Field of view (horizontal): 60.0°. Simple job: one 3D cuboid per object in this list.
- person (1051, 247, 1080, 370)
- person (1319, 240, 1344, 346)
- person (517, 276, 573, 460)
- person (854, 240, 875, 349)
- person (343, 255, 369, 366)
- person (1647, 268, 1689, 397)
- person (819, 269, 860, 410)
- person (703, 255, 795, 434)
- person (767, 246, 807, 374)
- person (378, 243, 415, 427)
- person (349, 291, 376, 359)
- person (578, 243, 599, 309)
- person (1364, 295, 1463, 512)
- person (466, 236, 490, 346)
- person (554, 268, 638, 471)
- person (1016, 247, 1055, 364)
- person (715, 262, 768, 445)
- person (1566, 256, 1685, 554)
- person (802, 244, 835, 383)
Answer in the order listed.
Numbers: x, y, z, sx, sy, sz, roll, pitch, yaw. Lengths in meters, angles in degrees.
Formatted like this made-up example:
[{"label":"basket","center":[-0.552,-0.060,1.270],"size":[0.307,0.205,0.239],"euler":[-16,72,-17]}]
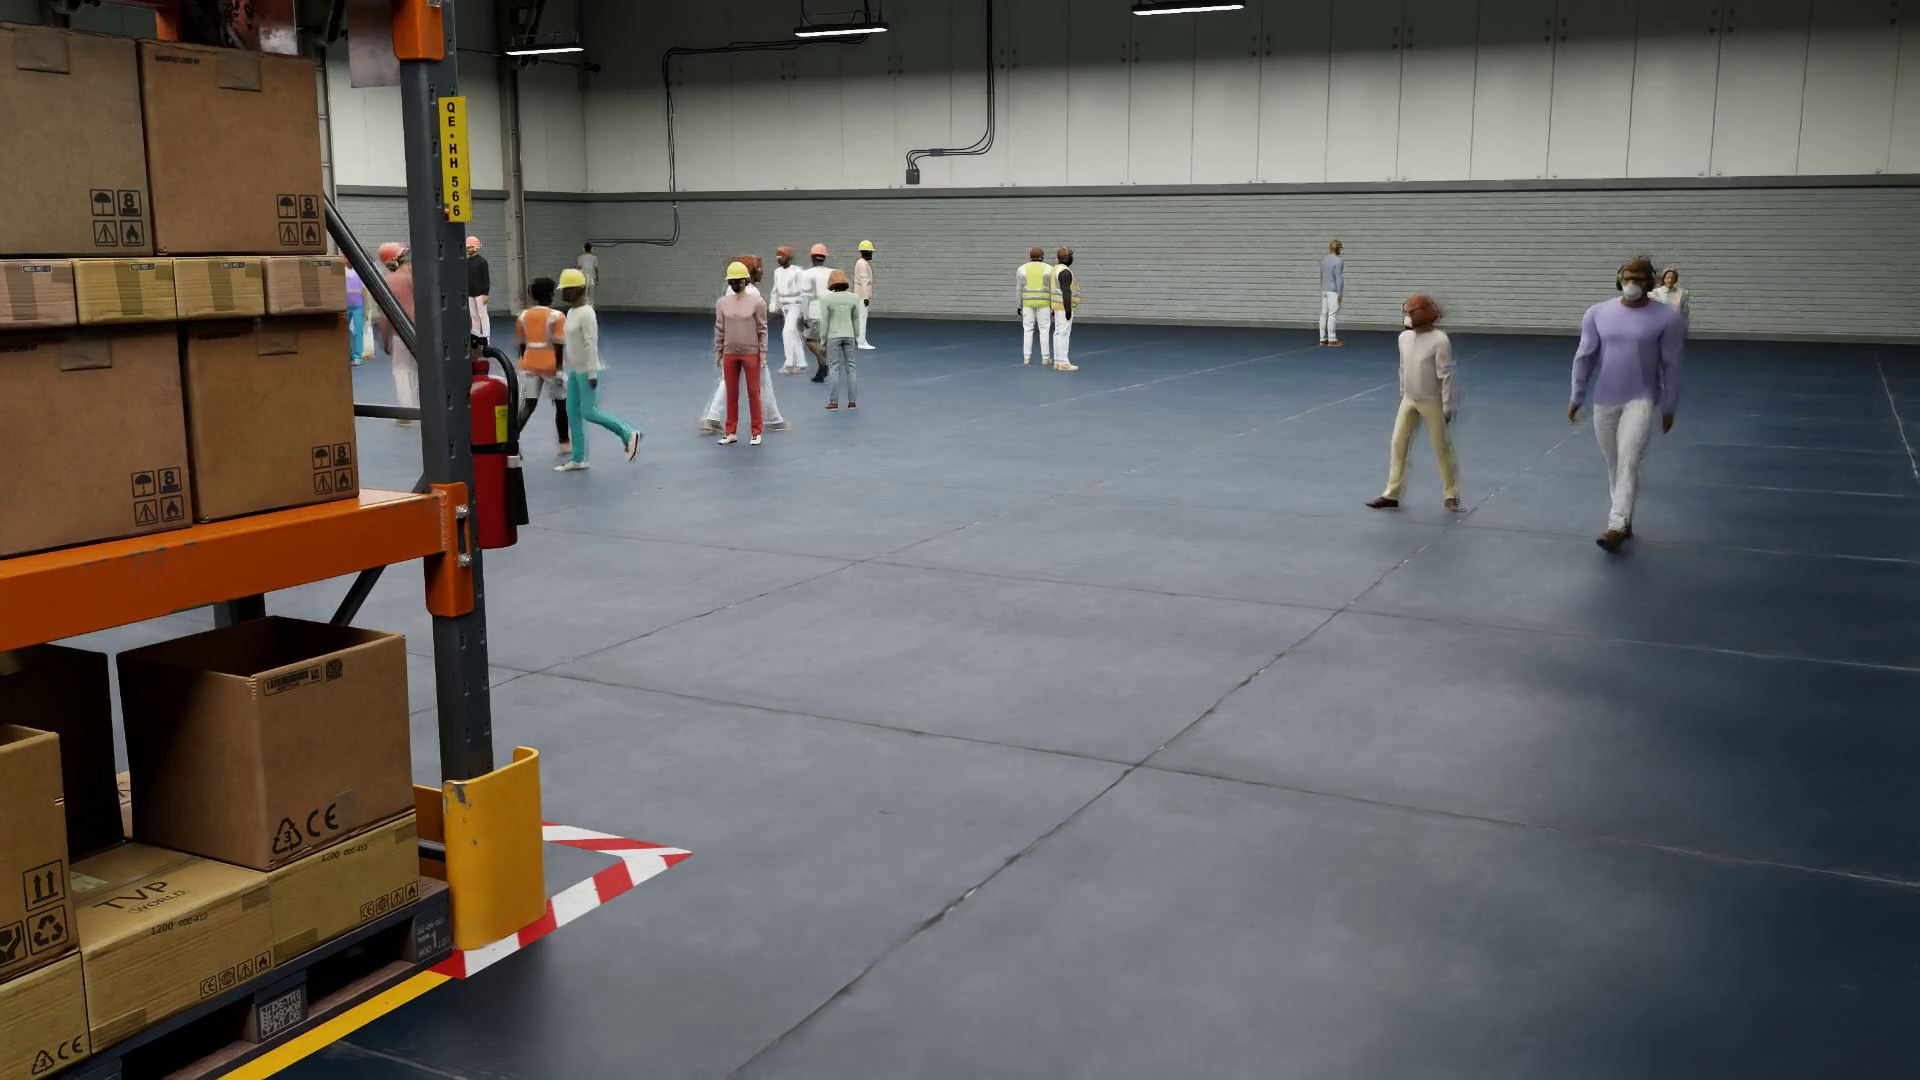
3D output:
[{"label":"person","center":[1.583,-3.474,25.020],"size":[0.429,1.846,0.633],"euler":[-2,11,-9]},{"label":"person","center":[6.814,-4.520,30.473],"size":[0.372,1.939,0.629],"euler":[-4,11,-19]},{"label":"person","center":[-3.829,-1.559,15.100],"size":[0.534,1.664,0.836],"euler":[4,11,20]},{"label":"person","center":[-1.697,-4.363,29.642],"size":[0.381,1.928,0.587],"euler":[-1,10,-7]},{"label":"person","center":[-9.387,-3.590,25.766],"size":[0.596,1.807,0.457],"euler":[1,10,7]},{"label":"person","center":[8.771,-2.565,20.665],"size":[0.540,1.621,0.435],"euler":[2,11,9]},{"label":"person","center":[-1.398,-2.326,19.343],"size":[0.497,1.632,0.289],"euler":[-5,11,-25]},{"label":"person","center":[-2.213,-1.991,17.014],"size":[1.000,1.838,0.595],"euler":[-7,12,-33]},{"label":"person","center":[-2.548,-3.351,24.305],"size":[0.767,1.853,0.585],"euler":[-8,13,-38]},{"label":"person","center":[-5.778,-2.174,17.689],"size":[0.758,1.950,0.390],"euler":[-5,12,-27]},{"label":"person","center":[-9.804,-3.866,27.219],"size":[0.451,1.824,0.653],"euler":[-2,11,-12]},{"label":"person","center":[-9.412,-6.582,42.041],"size":[0.543,1.818,0.968],"euler":[-3,11,-16]},{"label":"person","center":[3.411,-0.993,12.193],"size":[0.579,1.591,0.548],"euler":[-7,12,-32]},{"label":"person","center":[-8.597,-4.379,29.547],"size":[0.612,1.996,0.388],"euler":[9,14,40]},{"label":"person","center":[-3.184,-1.466,14.358],"size":[0.654,1.747,0.520],"euler":[-7,12,-32]},{"label":"person","center":[1.208,-3.686,26.191],"size":[0.633,1.840,0.429],"euler":[2,11,9]},{"label":"person","center":[-2.120,-1.793,16.073],"size":[0.533,1.767,0.322],"euler":[2,11,12]},{"label":"person","center":[4.297,-0.878,10.777],"size":[0.639,1.886,1.035],"euler":[8,13,39]},{"label":"person","center":[-1.897,-3.090,22.766],"size":[0.547,1.909,0.571],"euler":[-7,12,-33]}]
